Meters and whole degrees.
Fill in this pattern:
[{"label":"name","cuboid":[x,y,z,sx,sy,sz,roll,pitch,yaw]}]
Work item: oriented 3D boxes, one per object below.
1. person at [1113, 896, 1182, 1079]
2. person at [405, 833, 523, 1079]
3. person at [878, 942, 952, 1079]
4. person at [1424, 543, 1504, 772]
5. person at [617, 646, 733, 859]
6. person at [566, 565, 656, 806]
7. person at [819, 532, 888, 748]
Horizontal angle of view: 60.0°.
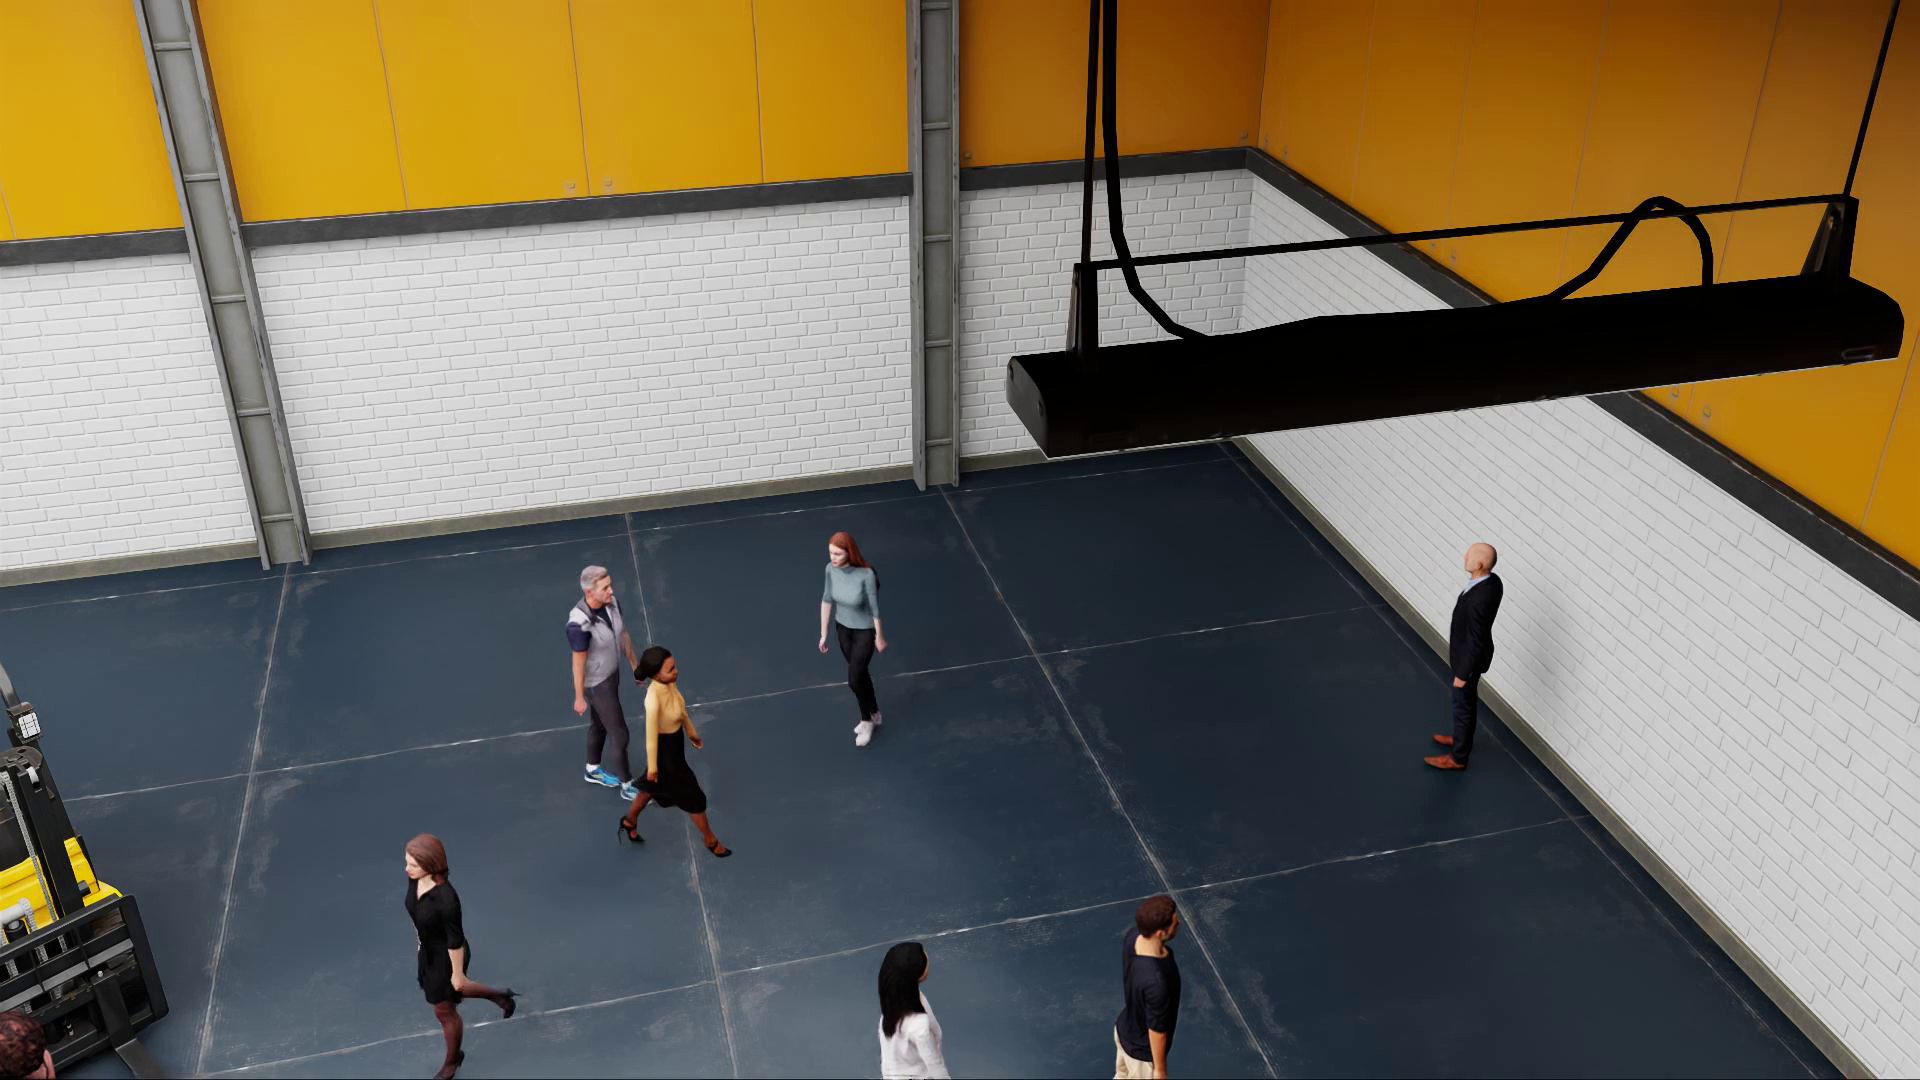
[{"label":"person","cuboid":[0.933,2.574,8.580,0.546,1.854,0.634,-6,29,-10]},{"label":"person","cuboid":[-2.817,2.289,9.275,0.960,1.689,0.832,-25,37,-38]},{"label":"person","cuboid":[-0.305,2.738,8.445,0.602,1.694,0.656,-11,31,-20]},{"label":"person","cuboid":[3.633,0.824,11.847,0.800,1.798,0.769,12,31,21]},{"label":"person","cuboid":[-1.997,1.413,10.962,1.093,1.610,0.778,2,29,3]},{"label":"person","cuboid":[-2.582,0.974,11.567,1.019,1.801,0.925,8,30,14]},{"label":"person","cuboid":[-0.712,0.662,12.223,0.759,1.722,0.819,17,33,28]}]
